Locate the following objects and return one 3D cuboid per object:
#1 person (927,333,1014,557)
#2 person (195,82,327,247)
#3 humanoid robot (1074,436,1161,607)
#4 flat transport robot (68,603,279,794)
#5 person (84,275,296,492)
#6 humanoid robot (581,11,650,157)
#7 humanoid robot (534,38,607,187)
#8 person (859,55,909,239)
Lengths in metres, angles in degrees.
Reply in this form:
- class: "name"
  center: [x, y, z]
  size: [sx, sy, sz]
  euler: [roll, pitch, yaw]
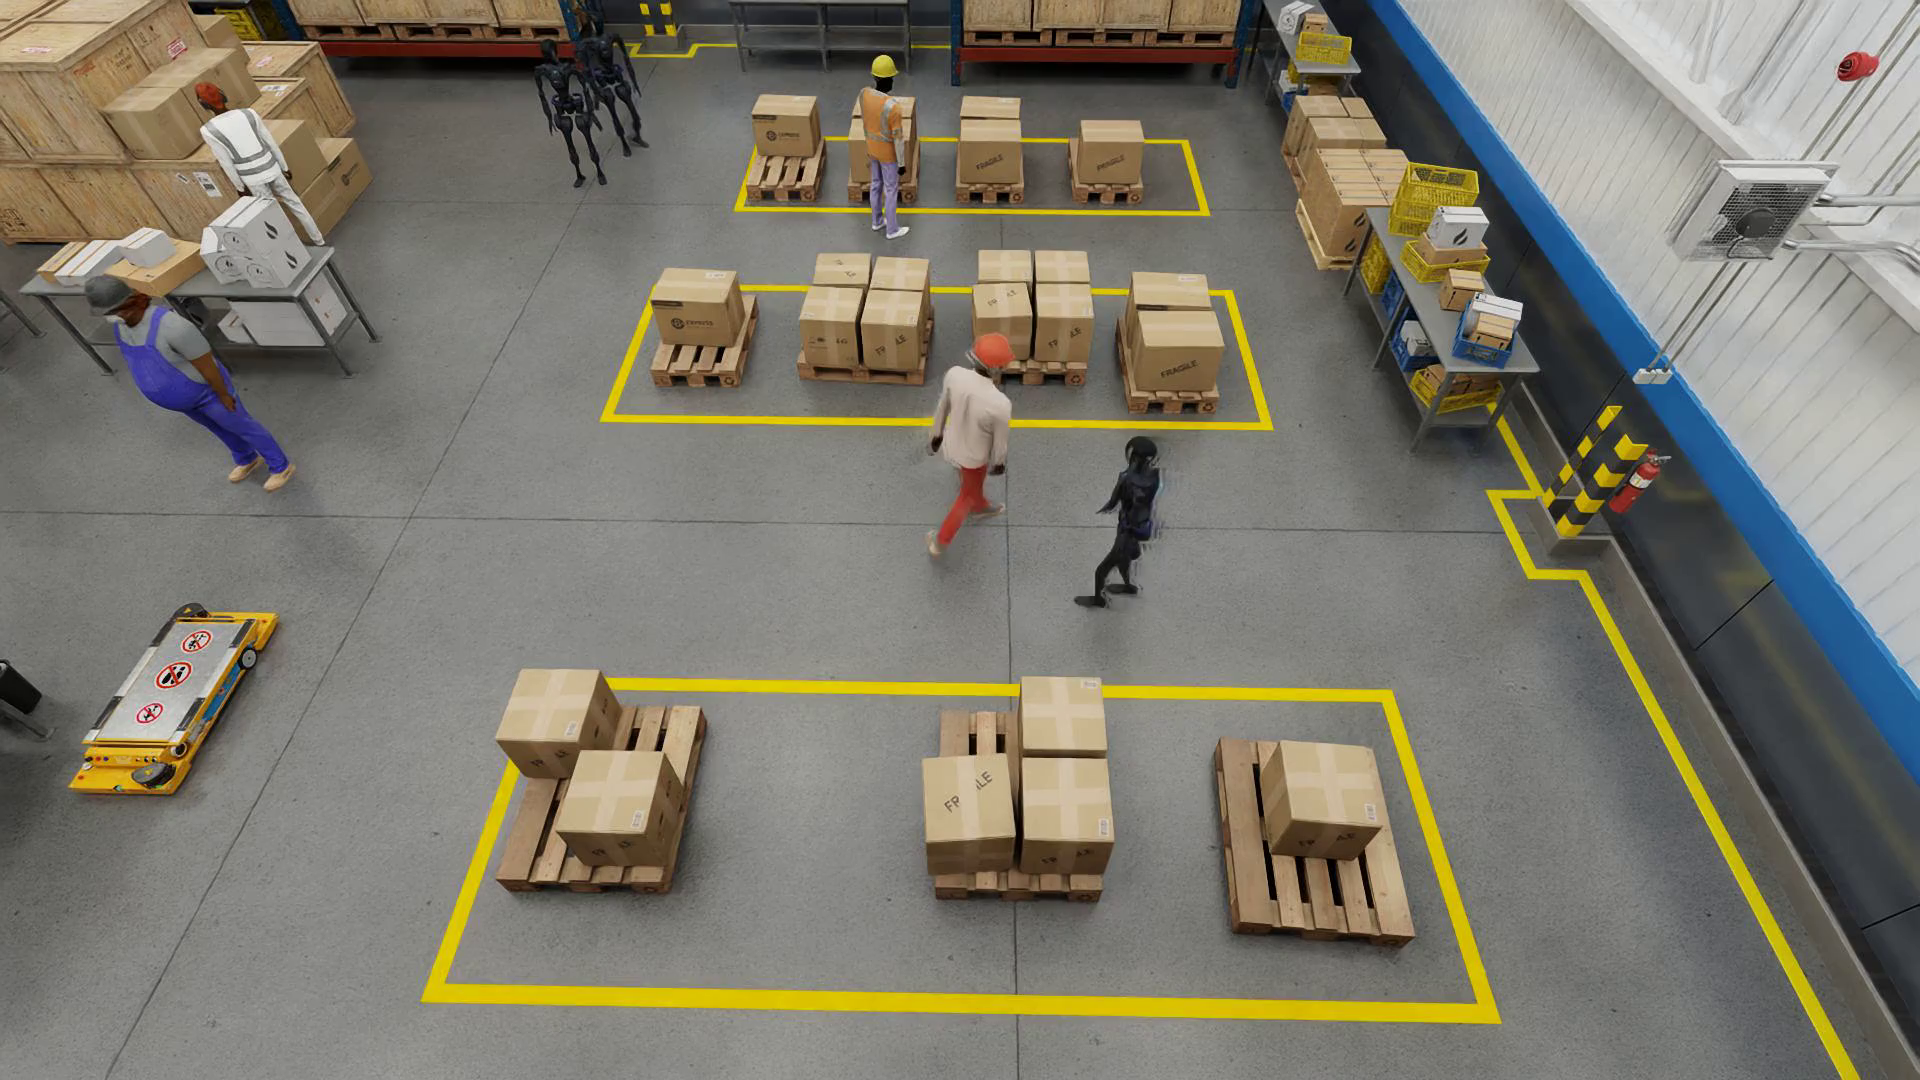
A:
- class: "person"
  center: [0.025, -0.679, 6.849]
  size: [0.821, 1.942, 0.613]
  euler: [-29, 56, -22]
- class: "person"
  center: [-7.249, -3.780, 9.508]
  size: [0.356, 1.883, 0.571]
  euler: [28, 55, 22]
- class: "humanoid robot"
  center: [1.123, -0.095, 6.533]
  size: [0.597, 1.636, 0.613]
  euler: [6, 50, 5]
- class: "flat transport robot"
  center: [-5.504, 1.072, 6.442]
  size: [0.652, 0.197, 1.431]
  euler: [1, 50, 1]
- class: "person"
  center: [-6.087, -1.201, 7.224]
  size: [0.680, 2.000, 0.535]
  euler: [12, 51, 10]
- class: "humanoid robot"
  center: [-4.183, -5.498, 11.096]
  size: [0.593, 1.652, 0.360]
  euler: [-27, 55, -21]
- class: "humanoid robot"
  center: [-4.485, -4.916, 10.597]
  size: [0.603, 1.653, 0.315]
  euler: [-7, 50, -6]
- class: "person"
  center: [-0.796, -4.177, 9.825]
  size: [0.579, 1.919, 0.394]
  euler: [34, 58, 25]
